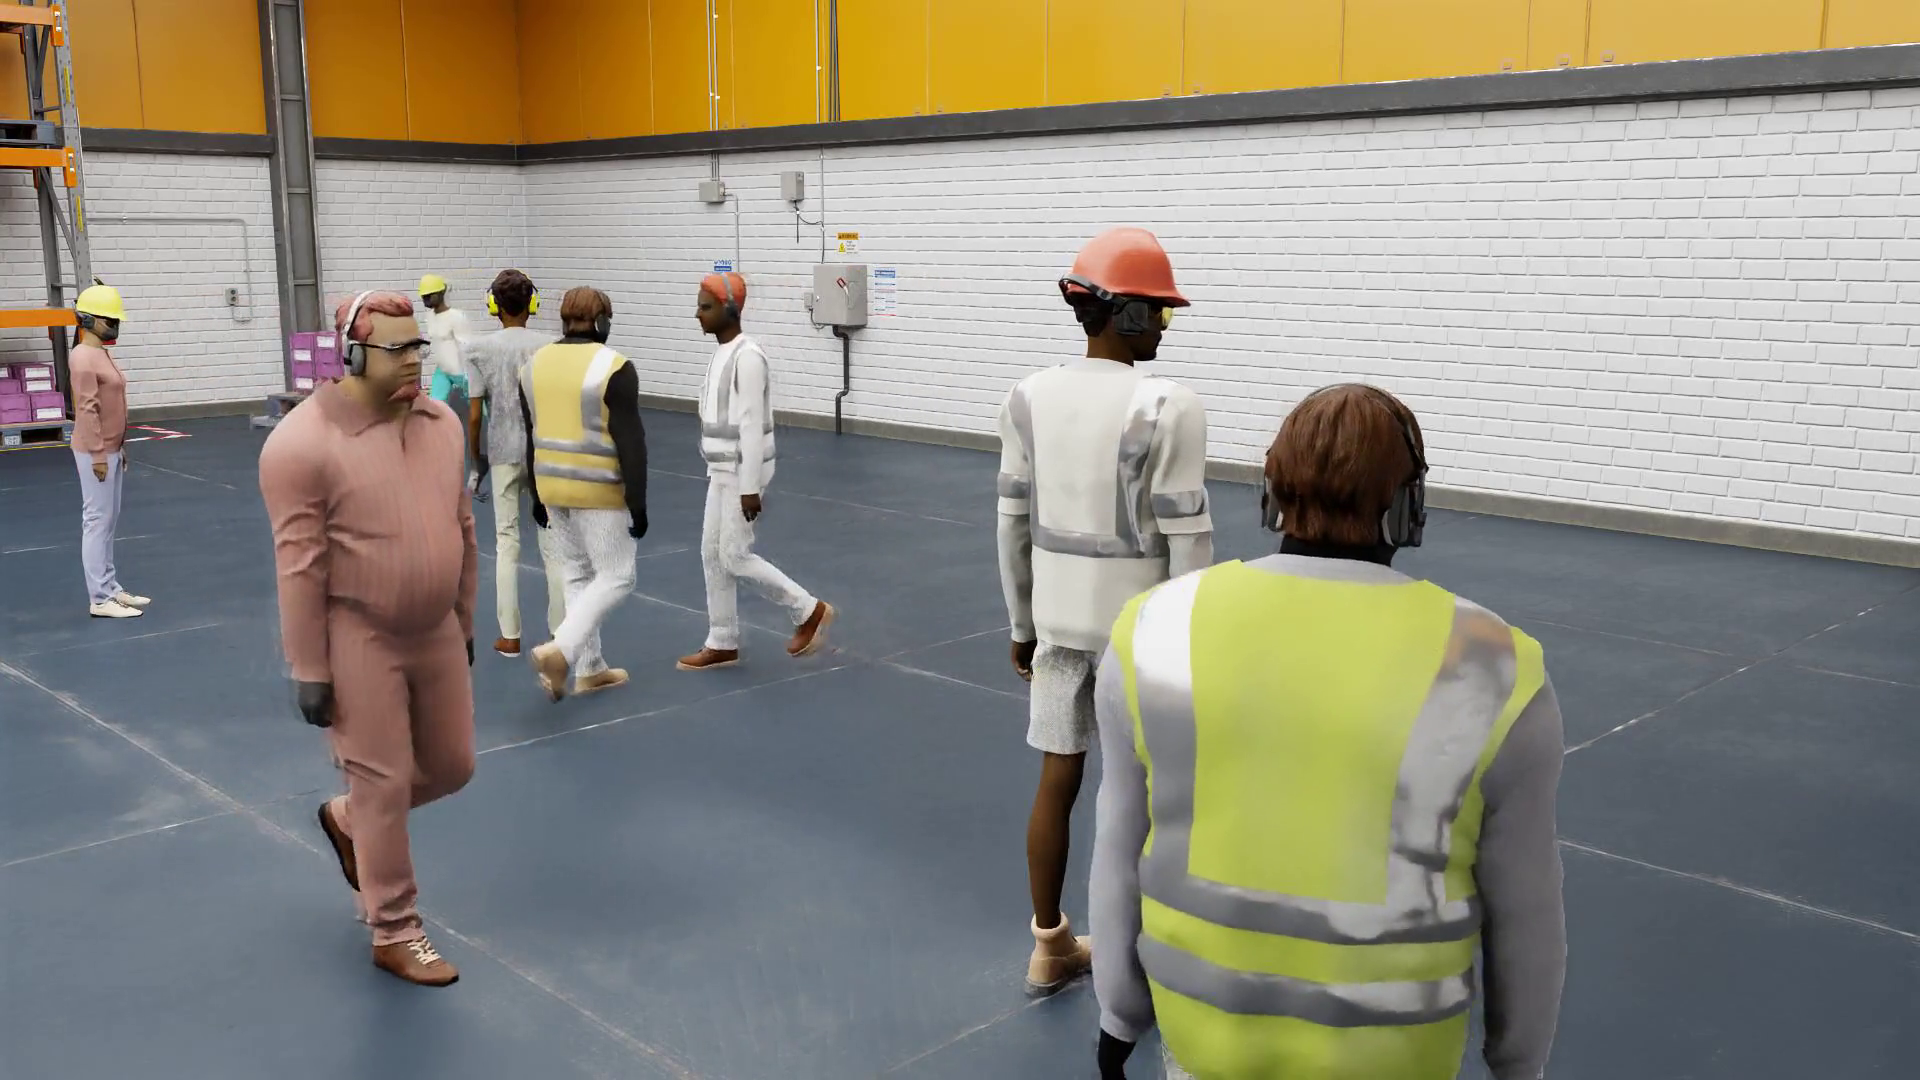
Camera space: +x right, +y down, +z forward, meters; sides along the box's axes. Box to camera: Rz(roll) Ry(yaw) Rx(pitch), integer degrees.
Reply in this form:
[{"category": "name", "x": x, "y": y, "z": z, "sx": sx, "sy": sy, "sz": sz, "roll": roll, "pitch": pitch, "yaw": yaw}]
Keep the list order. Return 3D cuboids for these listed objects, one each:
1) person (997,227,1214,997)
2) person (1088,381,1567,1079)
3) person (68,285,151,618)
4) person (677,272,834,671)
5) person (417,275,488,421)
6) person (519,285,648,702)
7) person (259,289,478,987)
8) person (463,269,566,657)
[{"category": "person", "x": 0.392, "y": 0.221, "z": 4.338, "sx": 0.614, "sy": 2.039, "sz": 0.385, "roll": 8, "pitch": 13, "yaw": 37}, {"category": "person", "x": 0.526, "y": 0.684, "z": 2.408, "sx": 0.655, "sy": 1.820, "sz": 0.580, "roll": 4, "pitch": 11, "yaw": 22}, {"category": "person", "x": -4.549, "y": -0.468, "z": 8.873, "sx": 0.327, "sy": 1.760, "sz": 0.523, "roll": -3, "pitch": 11, "yaw": -17}, {"category": "person", "x": -0.971, "y": -0.303, "z": 7.682, "sx": 0.635, "sy": 1.863, "sz": 0.594, "roll": -4, "pitch": 11, "yaw": -21}, {"category": "person", "x": -4.450, "y": -1.528, "z": 14.846, "sx": 0.544, "sy": 1.693, "sz": 1.000, "roll": 7, "pitch": 13, "yaw": 35}, {"category": "person", "x": -1.653, "y": -0.177, "z": 7.146, "sx": 0.672, "sy": 1.812, "sz": 0.616, "roll": 6, "pitch": 12, "yaw": 29}, {"category": "person", "x": -1.629, "y": 0.255, "z": 4.587, "sx": 0.632, "sy": 1.886, "sz": 0.641, "roll": 6, "pitch": 12, "yaw": 29}, {"category": "person", "x": -2.109, "y": -0.364, "z": 8.015, "sx": 0.511, "sy": 1.865, "sz": 0.329, "roll": -3, "pitch": 11, "yaw": -18}]
